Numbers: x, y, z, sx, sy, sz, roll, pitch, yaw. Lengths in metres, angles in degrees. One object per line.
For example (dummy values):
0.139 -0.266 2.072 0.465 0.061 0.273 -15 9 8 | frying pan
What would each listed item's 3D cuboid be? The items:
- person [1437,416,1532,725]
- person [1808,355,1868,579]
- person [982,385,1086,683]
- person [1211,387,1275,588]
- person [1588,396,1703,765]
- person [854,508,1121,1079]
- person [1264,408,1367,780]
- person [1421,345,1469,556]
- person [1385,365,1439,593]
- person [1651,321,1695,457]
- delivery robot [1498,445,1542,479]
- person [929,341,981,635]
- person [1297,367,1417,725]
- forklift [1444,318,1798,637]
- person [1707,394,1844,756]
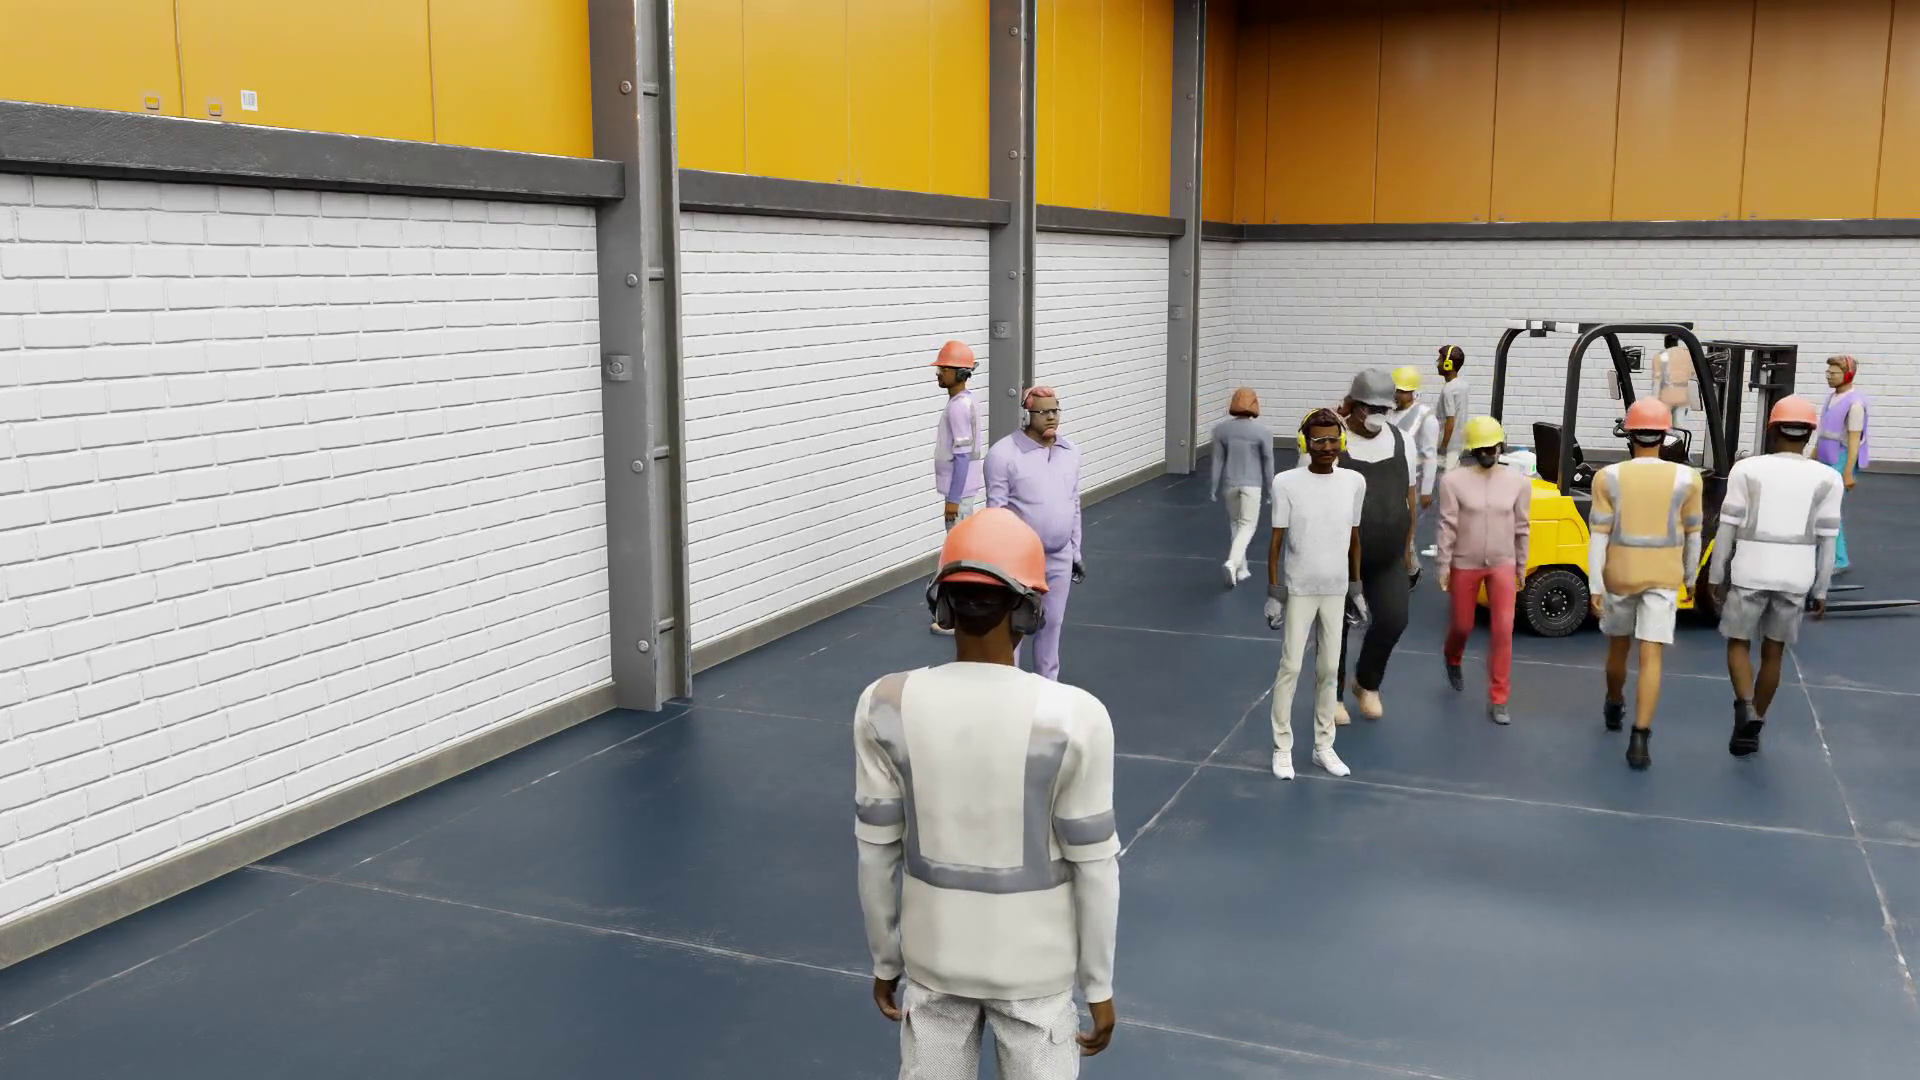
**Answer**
2.991 0.131 9.562 0.526 1.728 0.758 1 9 5 | person
7.190 -0.599 13.680 0.458 1.840 0.586 2 10 11 | person
0.438 0.092 9.284 0.636 1.911 0.404 -6 11 -32 | person
2.249 -0.424 13.354 0.519 1.608 0.740 5 11 28 | person
3.604 0.185 8.792 0.549 1.883 1.025 4 10 24 | person
0.068 0.940 3.768 0.605 2.036 0.383 3 10 18 | person
1.788 0.271 8.334 0.534 1.864 0.311 -2 10 -10 | person
4.305 -0.778 14.705 0.328 1.862 0.519 6 11 30 | person
3.361 -0.447 12.859 0.425 1.811 0.637 -6 11 -34 | person
8.602 -1.692 20.142 0.610 1.932 0.579 -2 10 -10 | person
6.282 -0.817 18.578 0.477 0.478 0.707 -3 9 -24 | delivery robot
-0.036 -0.364 11.623 0.359 2.047 0.614 1 9 4 | person
2.216 0.034 9.237 0.708 2.000 0.541 -1 9 -7 | person
4.706 -0.497 11.990 2.313 2.155 1.214 -2 10 -10 | forklift
4.202 0.208 8.591 0.588 1.906 0.650 3 10 19 | person
